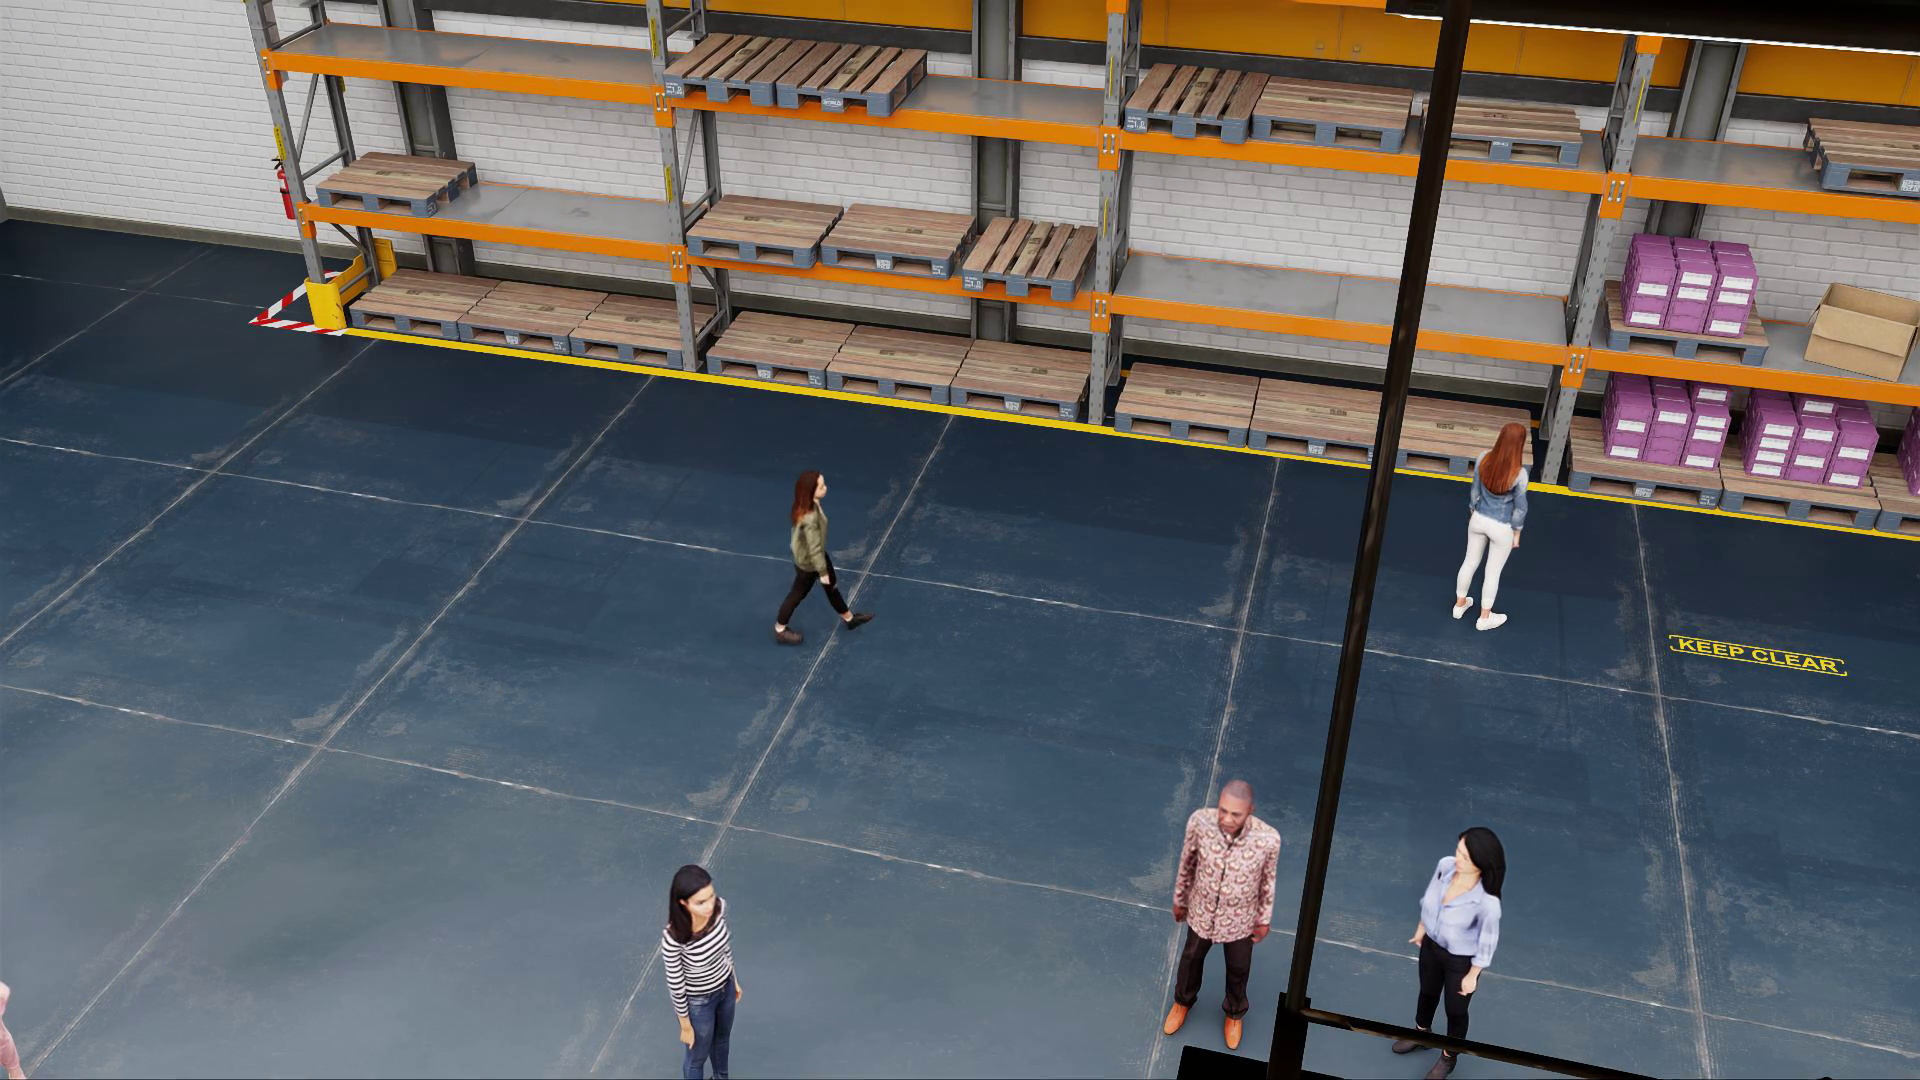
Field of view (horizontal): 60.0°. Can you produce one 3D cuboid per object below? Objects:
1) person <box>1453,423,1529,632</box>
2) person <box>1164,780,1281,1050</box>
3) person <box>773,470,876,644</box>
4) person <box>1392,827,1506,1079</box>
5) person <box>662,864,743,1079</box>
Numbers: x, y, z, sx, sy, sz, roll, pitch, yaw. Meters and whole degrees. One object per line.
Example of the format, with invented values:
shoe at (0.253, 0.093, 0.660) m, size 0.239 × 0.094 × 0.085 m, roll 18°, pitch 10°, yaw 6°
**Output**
person at (3.931, -0.105, 12.292) m, size 0.750 × 1.703 × 0.645 m, roll -26°, pitch 41°, yaw -33°
person at (1.432, 1.996, 9.036) m, size 0.517 × 1.808 × 0.752 m, roll 10°, pitch 35°, yaw 15°
person at (-1.162, 0.155, 12.146) m, size 1.065 × 1.432 × 0.791 m, roll -1°, pitch 34°, yaw -2°
person at (2.605, 2.193, 8.799) m, size 0.778 × 1.744 × 0.733 m, roll -15°, pitch 37°, yaw -22°
person at (-1.304, 2.349, 8.515) m, size 0.577 × 1.797 × 0.631 m, roll 20°, pitch 38°, yaw 27°
